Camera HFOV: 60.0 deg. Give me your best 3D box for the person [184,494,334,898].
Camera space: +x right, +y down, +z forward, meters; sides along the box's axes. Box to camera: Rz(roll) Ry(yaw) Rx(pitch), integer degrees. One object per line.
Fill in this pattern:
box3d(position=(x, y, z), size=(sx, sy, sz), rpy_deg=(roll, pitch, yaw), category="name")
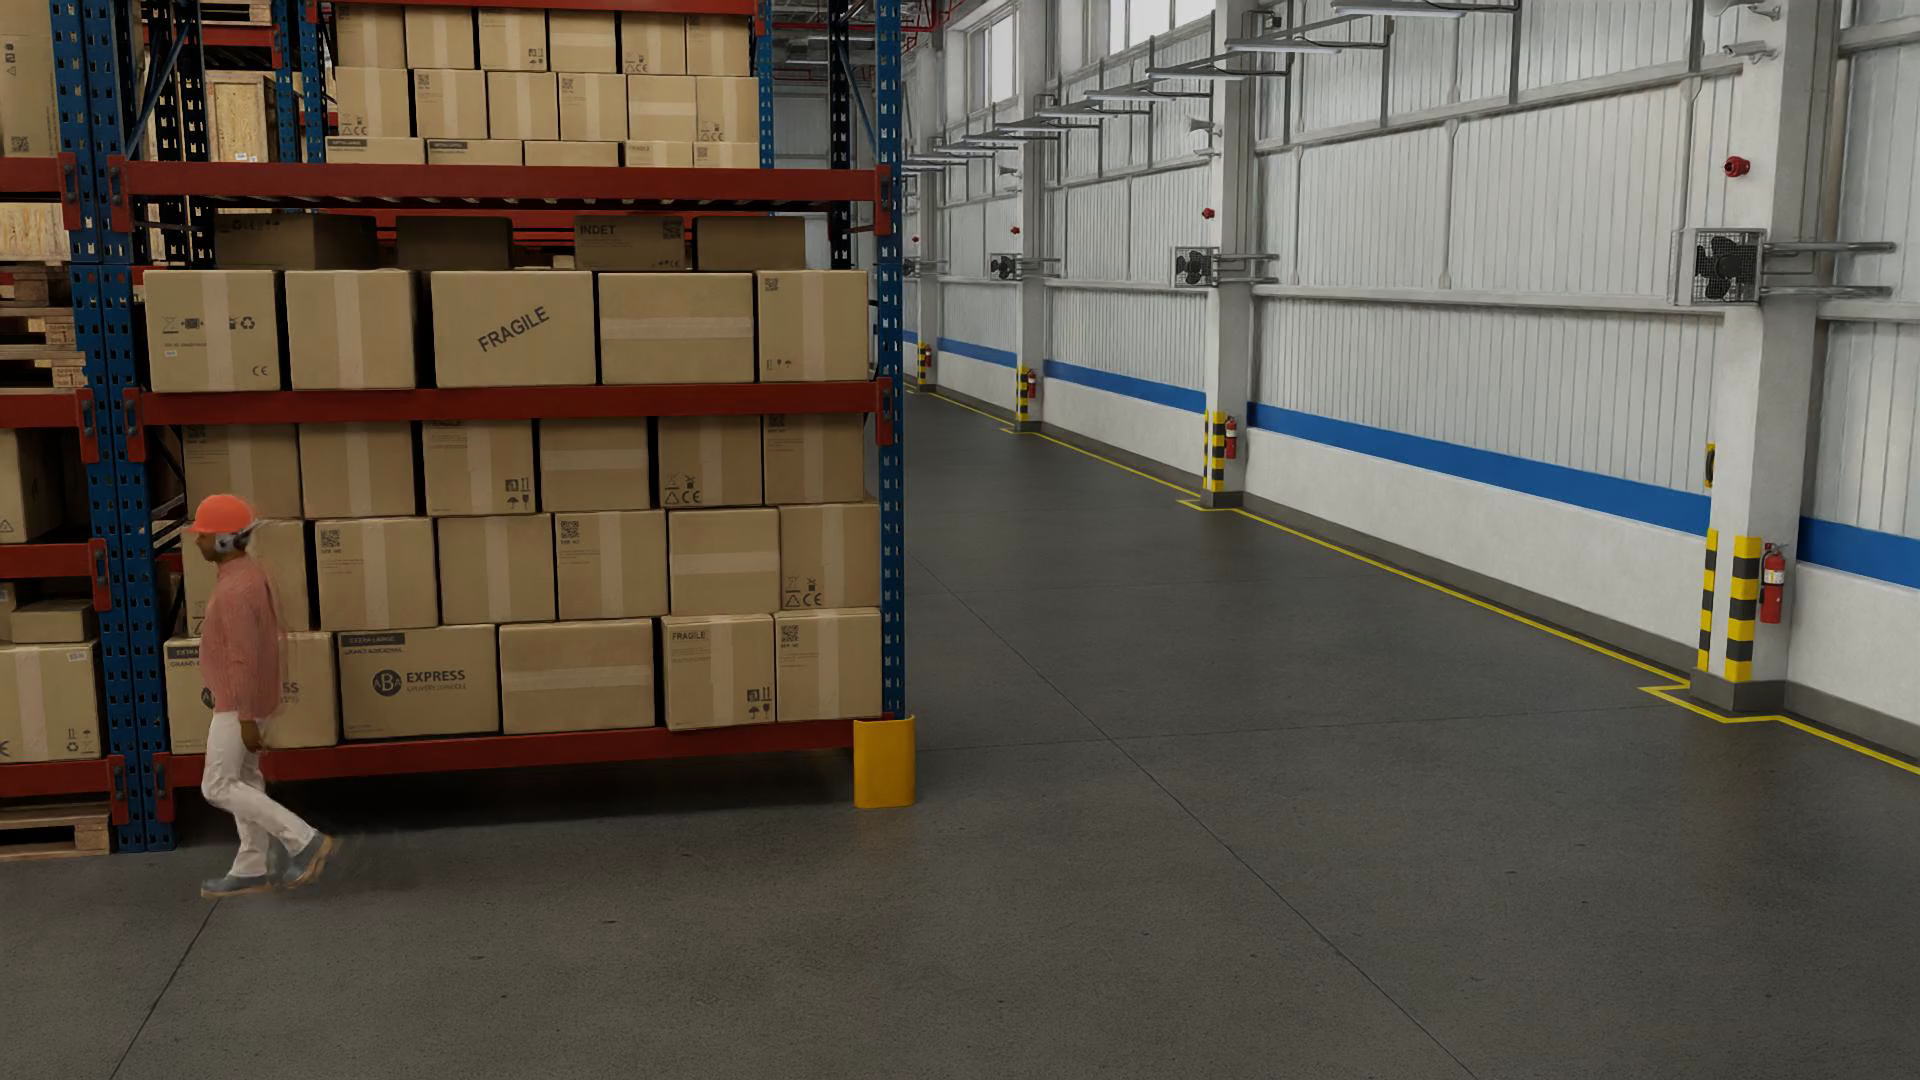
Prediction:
box3d(position=(-3.378, 0.755, 7.944), size=(0.532, 1.978, 0.620), rpy_deg=(-2, 10, -12), category="person")
